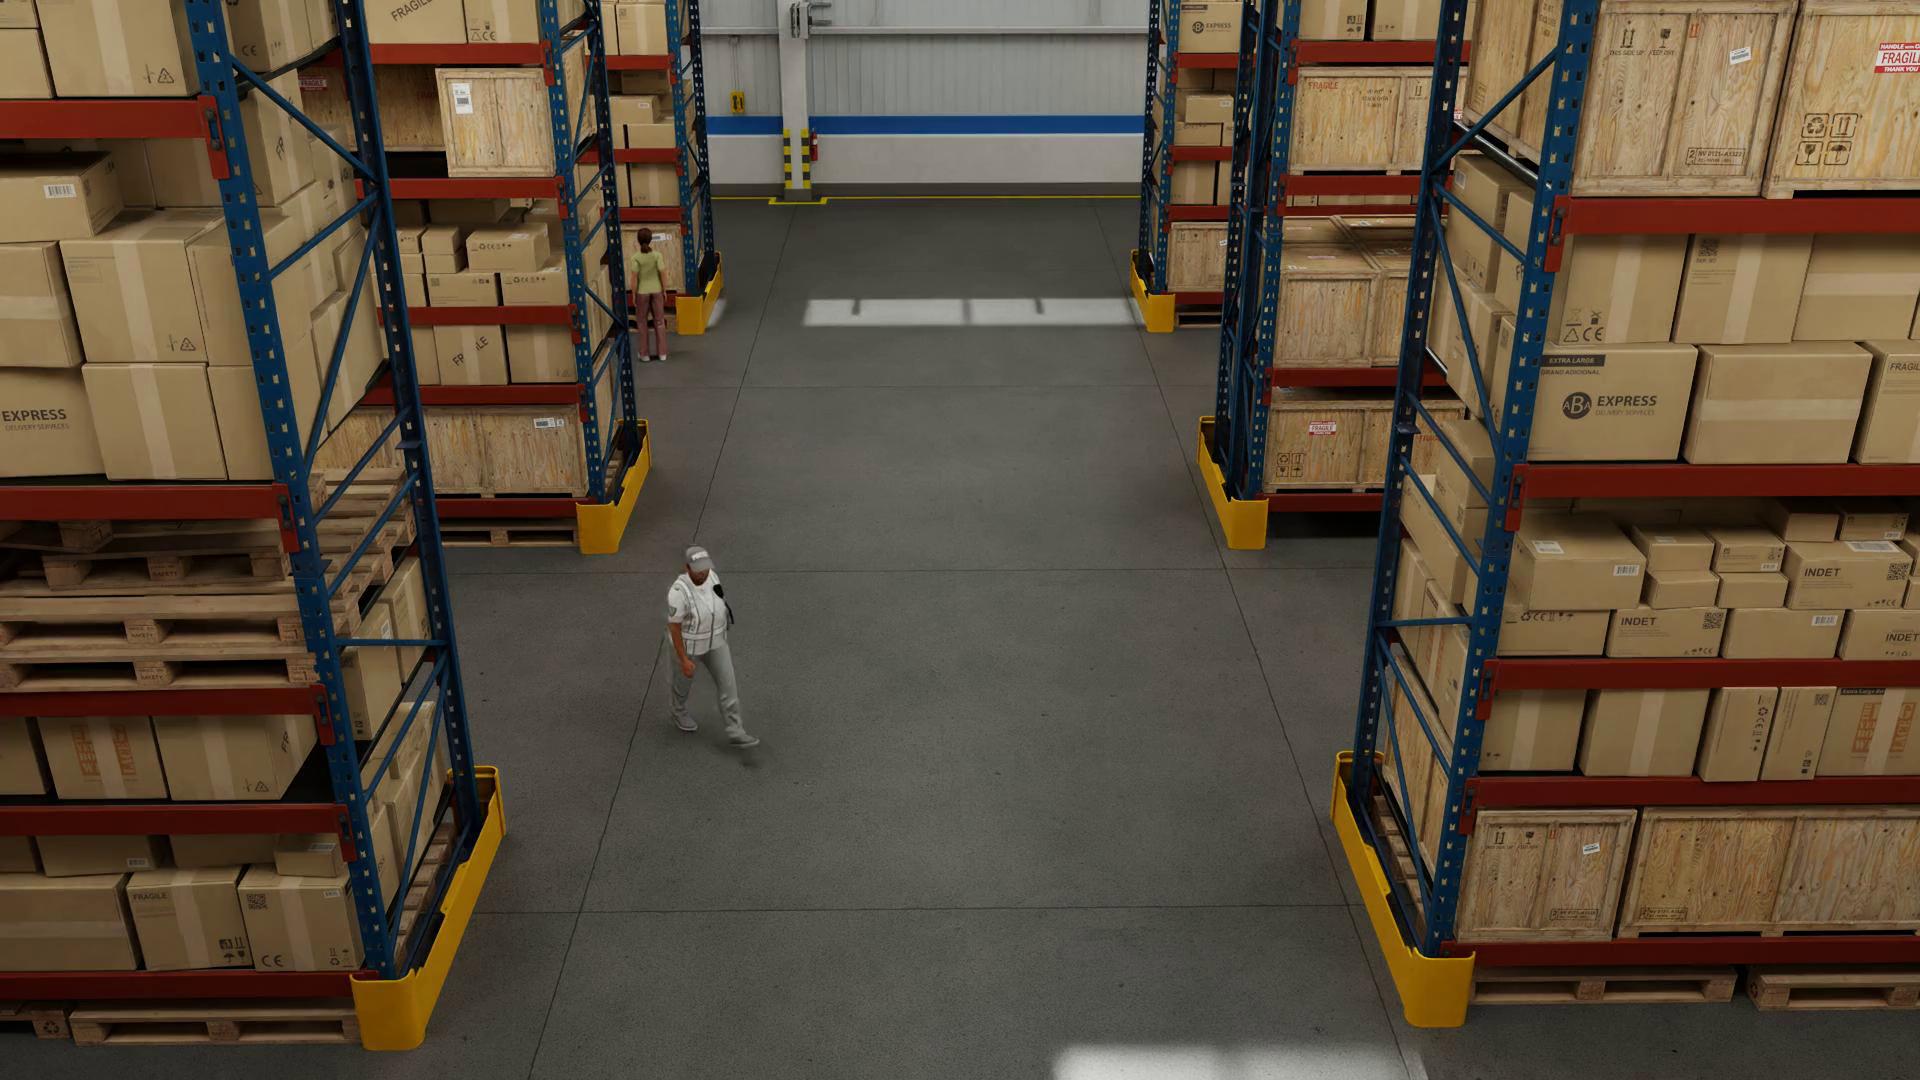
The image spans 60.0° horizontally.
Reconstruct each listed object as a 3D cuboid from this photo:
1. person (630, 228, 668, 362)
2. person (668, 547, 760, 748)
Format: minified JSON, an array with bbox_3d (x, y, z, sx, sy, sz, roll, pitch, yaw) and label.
[{"bbox_3d":[-3.830,-3.022,20.453,0.432,1.671,0.414,-9,26,-18],"label":"person"},{"bbox_3d":[-1.910,0.785,12.321,0.507,1.618,0.929,-19,31,-35],"label":"person"}]
